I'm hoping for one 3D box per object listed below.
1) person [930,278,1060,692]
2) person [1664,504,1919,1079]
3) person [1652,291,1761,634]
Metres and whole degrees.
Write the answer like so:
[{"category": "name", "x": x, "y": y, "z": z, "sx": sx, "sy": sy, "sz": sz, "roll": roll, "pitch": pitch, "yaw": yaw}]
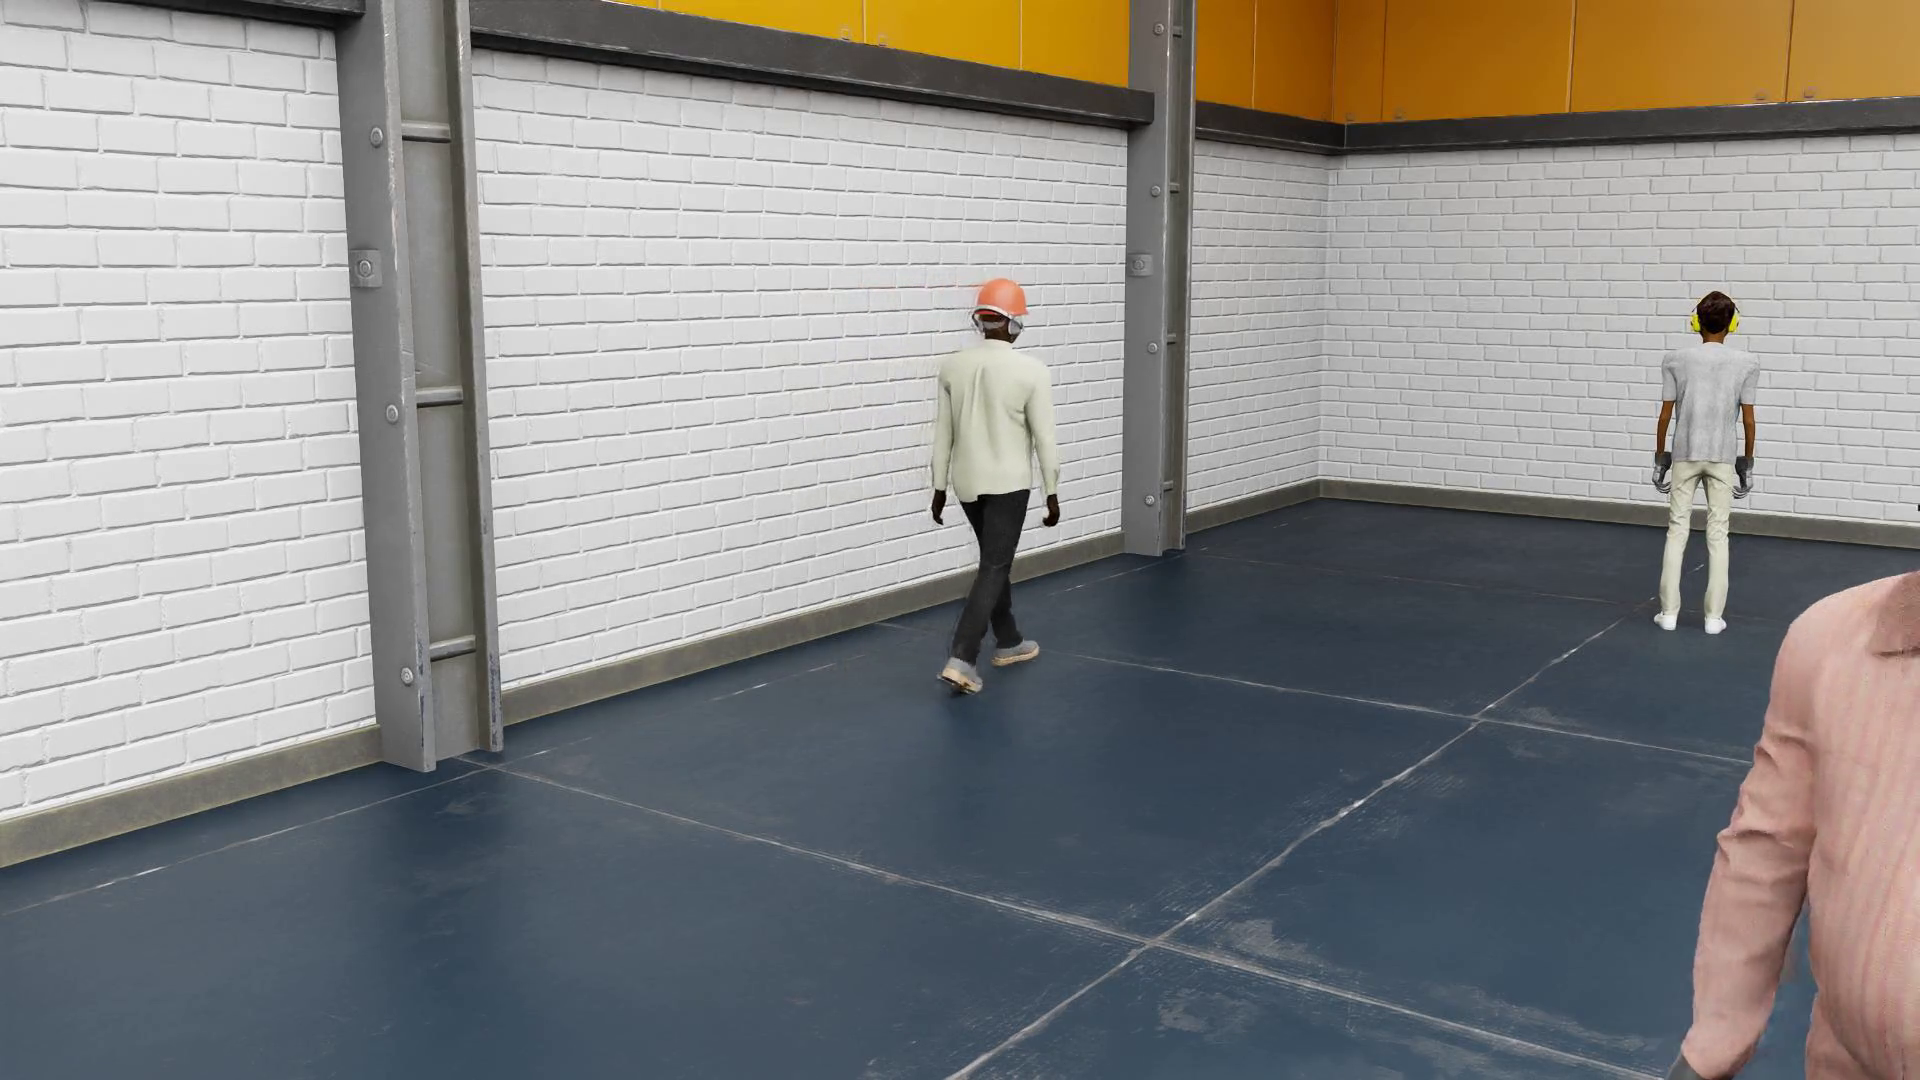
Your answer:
[{"category": "person", "x": 0.147, "y": -0.273, "z": 7.965, "sx": 0.641, "sy": 1.952, "sz": 1.018, "roll": 6, "pitch": 11, "yaw": 33}, {"category": "person", "x": 1.222, "y": 0.738, "z": 2.111, "sx": 0.751, "sy": 1.881, "sz": 0.659, "roll": -5, "pitch": 11, "yaw": -27}, {"category": "person", "x": 4.061, "y": -0.418, "z": 9.082, "sx": 0.511, "sy": 1.862, "sz": 0.324, "roll": 4, "pitch": 10, "yaw": 23}]
